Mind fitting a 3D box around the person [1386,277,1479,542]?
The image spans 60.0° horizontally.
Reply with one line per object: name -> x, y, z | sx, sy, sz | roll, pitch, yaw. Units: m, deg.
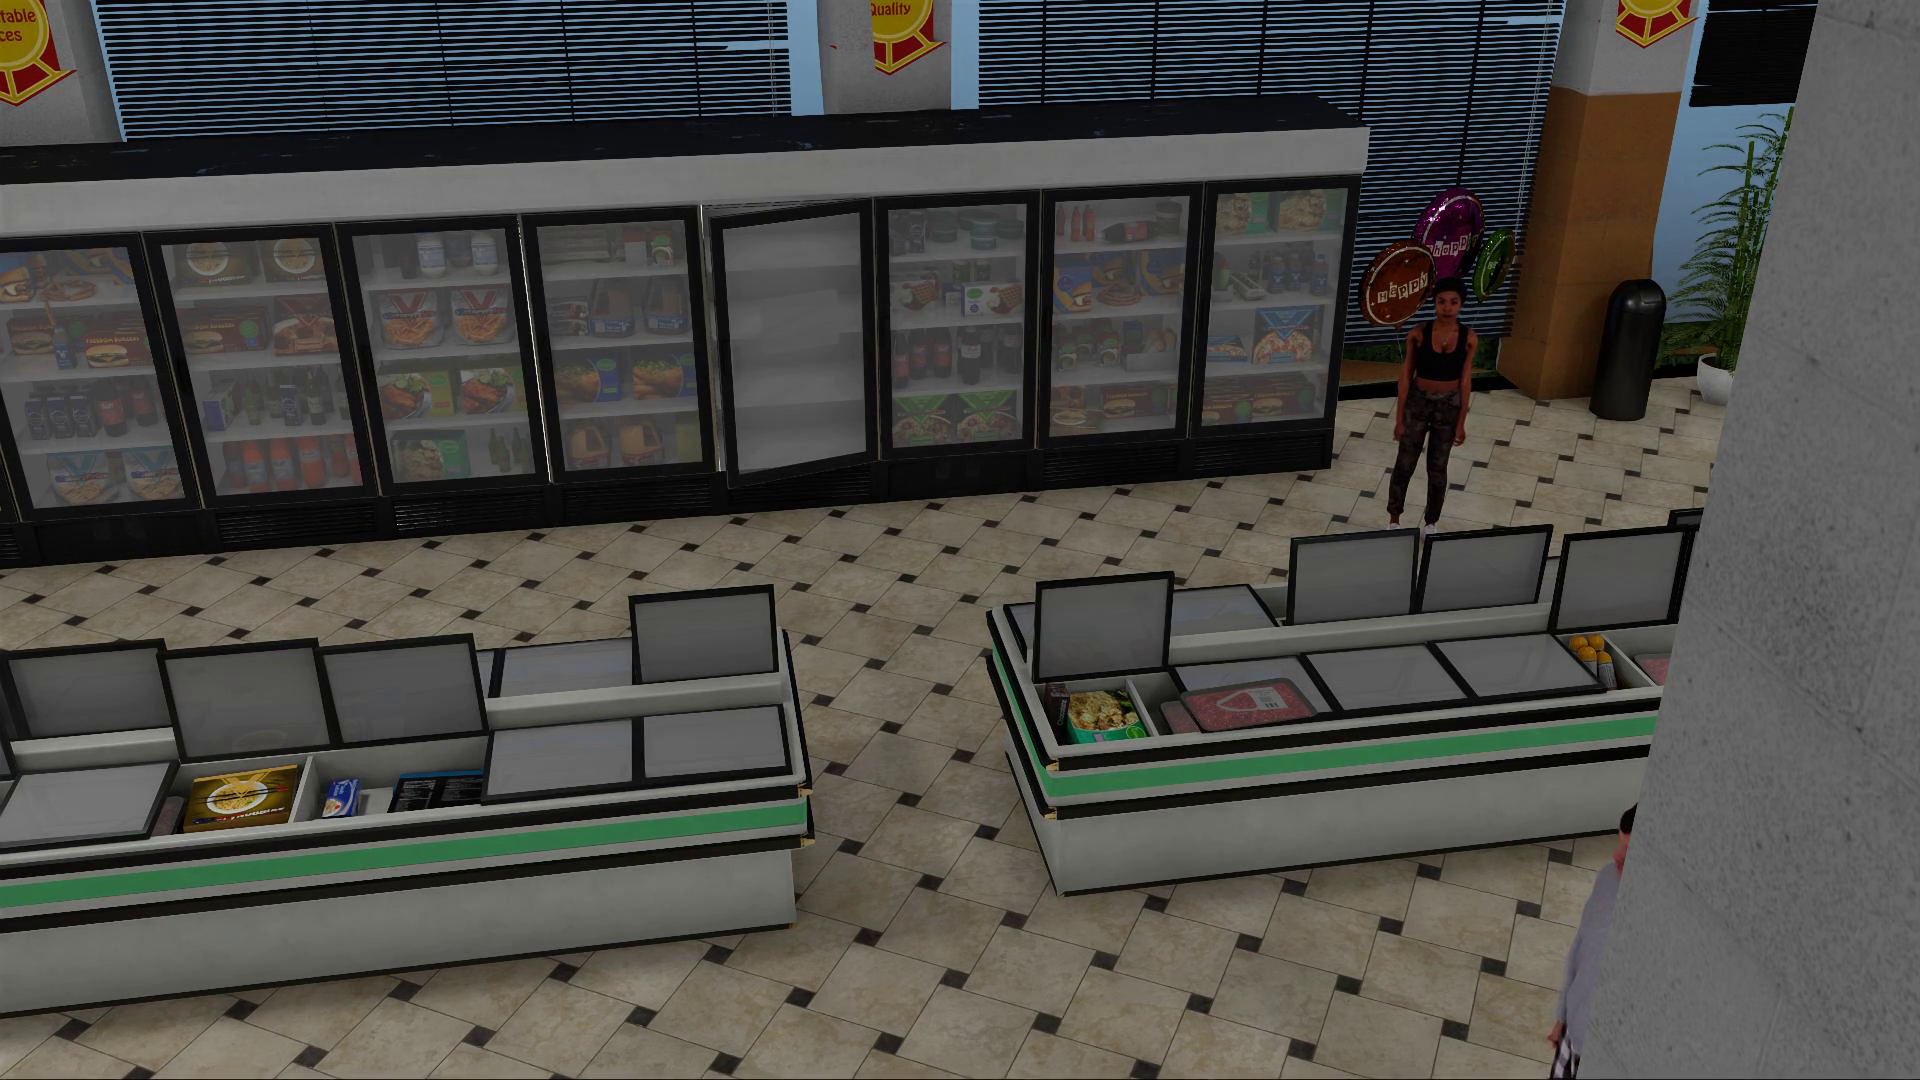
person -> 2.792, -0.746, 9.852 | 0.586, 1.700, 0.708 | 5, 27, 10
